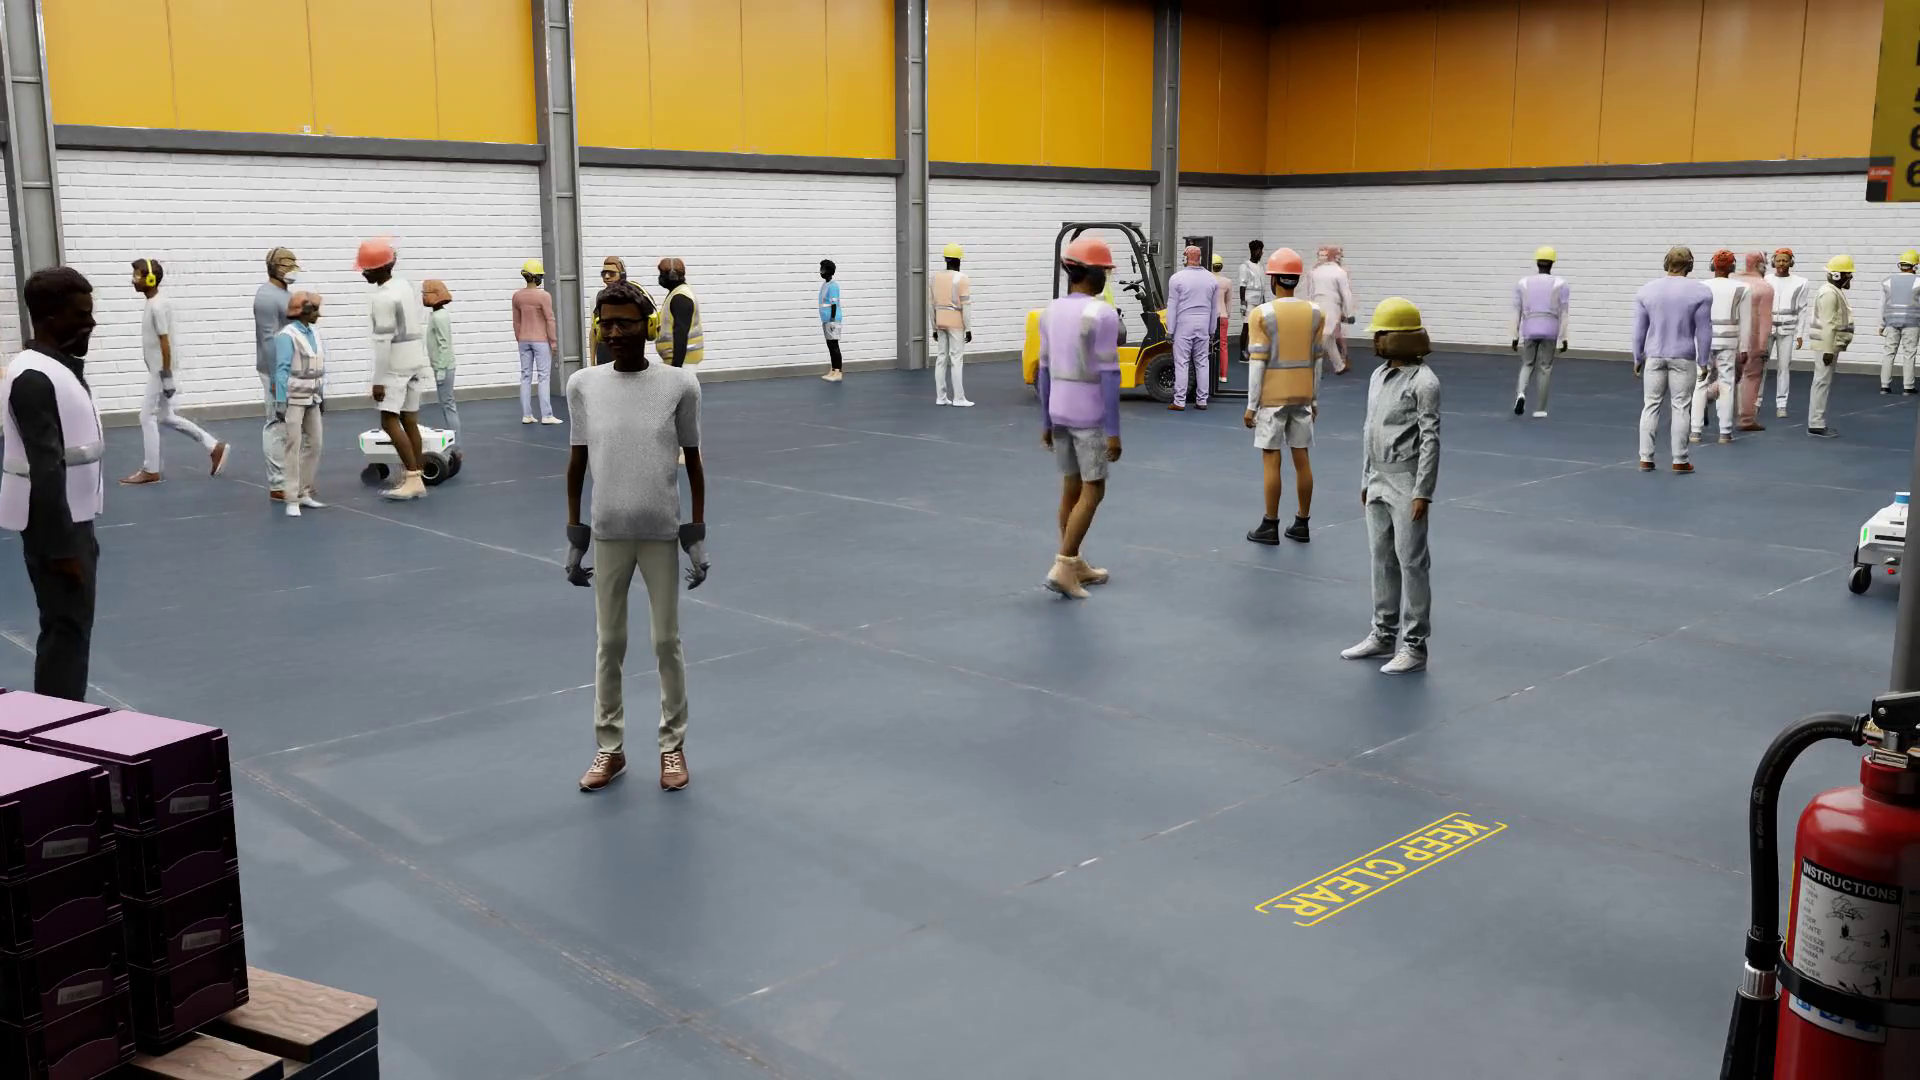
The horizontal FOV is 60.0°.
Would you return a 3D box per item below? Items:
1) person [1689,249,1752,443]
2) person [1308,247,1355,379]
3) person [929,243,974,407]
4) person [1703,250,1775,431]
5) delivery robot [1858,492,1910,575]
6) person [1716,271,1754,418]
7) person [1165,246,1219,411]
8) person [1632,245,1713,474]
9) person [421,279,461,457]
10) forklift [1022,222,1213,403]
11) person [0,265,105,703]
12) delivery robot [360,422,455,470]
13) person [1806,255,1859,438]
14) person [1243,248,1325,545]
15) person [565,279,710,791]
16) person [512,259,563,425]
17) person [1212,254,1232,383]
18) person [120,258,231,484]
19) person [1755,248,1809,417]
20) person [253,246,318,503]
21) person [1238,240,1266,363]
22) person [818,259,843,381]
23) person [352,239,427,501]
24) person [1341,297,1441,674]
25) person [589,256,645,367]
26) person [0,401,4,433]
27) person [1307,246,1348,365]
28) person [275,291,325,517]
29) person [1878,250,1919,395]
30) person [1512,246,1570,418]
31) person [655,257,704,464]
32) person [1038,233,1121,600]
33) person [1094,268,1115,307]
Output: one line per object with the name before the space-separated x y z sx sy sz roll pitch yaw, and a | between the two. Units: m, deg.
person | 7.403 -1.890 16.277 0.584 1.882 0.339 5 11 24
person | 5.296 -3.212 23.568 1.000 1.853 0.662 -5 11 -25
person | -0.099 -2.537 19.683 0.585 1.929 0.375 8 13 38
person | 8.020 -2.043 17.144 0.716 1.883 0.661 -4 11 -19
delivery robot | 5.380 -0.029 9.503 0.477 0.478 0.707 7 13 35
person | 8.663 -2.166 18.445 0.512 1.642 0.312 0 10 3
person | 2.667 -2.442 19.257 0.645 1.903 0.401 -4 11 -21
person | 6.048 -1.527 14.153 0.635 1.936 0.354 8 13 36
person | -4.650 -1.513 14.905 0.280 1.632 0.501 -3 11 -18
forklift | 1.935 -2.847 20.651 2.313 2.155 1.214 2 11 13
person | -3.307 -0.039 6.108 0.376 1.913 0.613 -4 11 -20
delivery robot | -4.524 -0.784 13.620 0.707 0.478 0.477 -1 10 -3
person | 8.766 -1.948 16.744 0.404 1.827 0.600 6 12 28
person | 2.110 -0.933 10.913 0.545 1.939 0.373 -3 11 -18
person | -1.177 -0.007 6.053 0.530 1.869 0.311 0 10 0
person | -4.538 -2.111 17.807 0.525 1.769 0.310 4 11 23
person | 3.465 -3.013 22.724 0.523 1.769 0.315 -4 11 -23
person | -6.495 -1.385 13.631 0.773 1.847 0.524 -4 11 -23
person | 9.110 -2.308 18.562 0.575 1.883 0.355 5 11 25
person | -5.155 -1.255 12.676 0.371 1.936 0.629 -1 10 -7
person | 4.657 -3.786 26.442 0.612 1.953 0.393 -10 14 -43
person | -1.808 -3.054 23.156 0.321 1.691 0.536 -3 11 -17
person | -4.328 -1.297 12.773 0.437 1.995 0.725 0 10 2
person | 2.015 -0.250 7.724 0.322 1.741 0.490 -4 11 -19
person | -2.975 -1.529 14.416 0.506 1.846 0.343 2 11 10
person | -8.379 -1.401 14.344 0.521 1.618 0.709 9 14 41
person | 5.462 -3.427 24.713 0.641 1.877 0.796 6 12 30
person | -4.795 -0.983 12.059 0.341 1.626 0.655 2 11 8
person | 11.978 -2.750 21.109 0.403 1.833 0.586 -10 14 -42
person | 6.417 -2.290 18.401 0.593 1.909 0.486 7 12 32
person | -2.506 -1.600 14.855 0.431 1.834 0.624 -3 11 -14
person | 0.668 -0.697 9.396 0.501 2.053 0.613 -7 13 -34
person | 1.576 -2.381 19.072 0.429 1.842 0.635 5 11 25
